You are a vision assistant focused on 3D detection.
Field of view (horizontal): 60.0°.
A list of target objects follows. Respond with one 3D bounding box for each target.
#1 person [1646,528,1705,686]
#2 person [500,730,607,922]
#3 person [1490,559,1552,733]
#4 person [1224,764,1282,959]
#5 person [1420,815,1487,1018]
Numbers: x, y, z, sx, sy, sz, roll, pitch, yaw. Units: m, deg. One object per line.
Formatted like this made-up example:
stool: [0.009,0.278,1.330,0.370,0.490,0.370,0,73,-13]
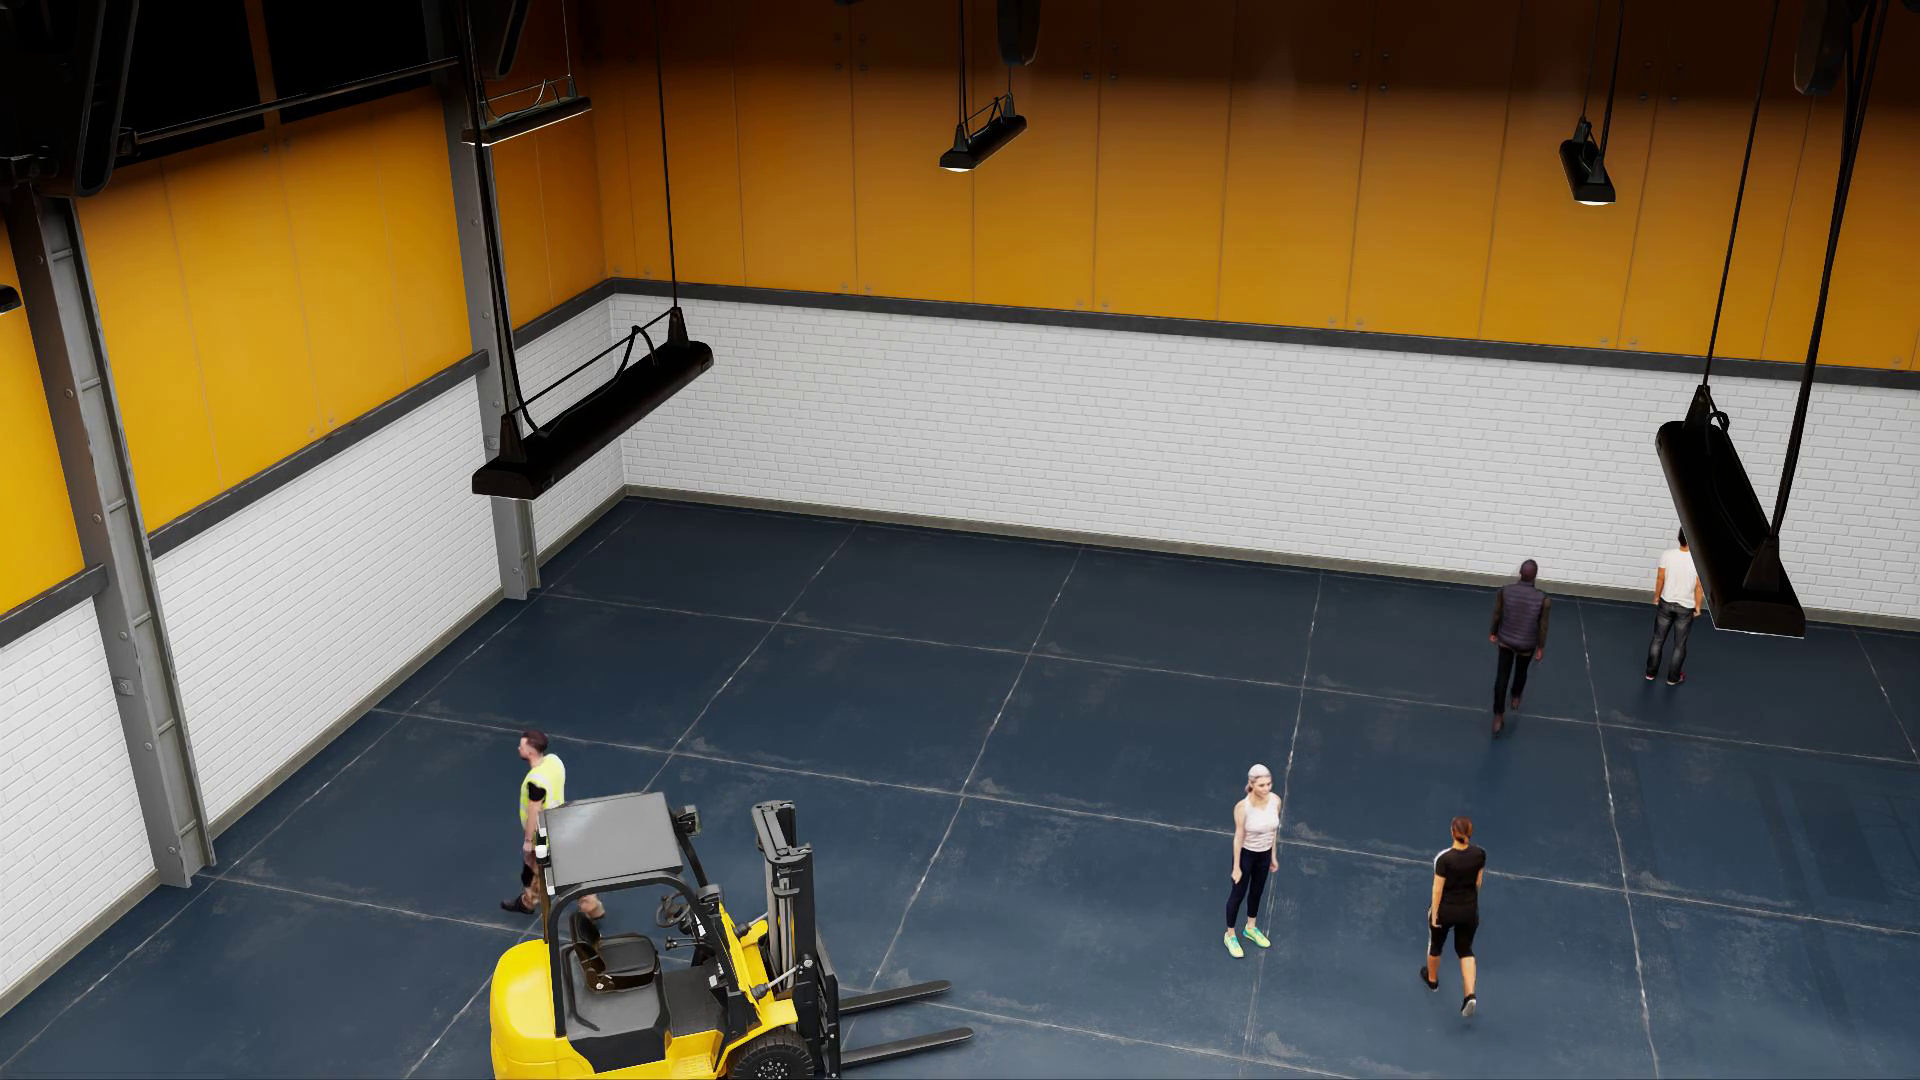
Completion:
person: [7.602,0.673,17.645,0.706,1.805,0.669,17,29,34]
person: [-3.330,2.406,13.680,0.939,1.805,1.176,1,24,2]
person: [5.568,1.082,16.726,0.876,1.792,1.221,12,26,26]
person: [2.363,2.559,13.457,0.677,1.702,0.735,-13,27,-27]
person: [3.835,2.890,12.772,0.788,1.645,1.038,-2,24,-5]
